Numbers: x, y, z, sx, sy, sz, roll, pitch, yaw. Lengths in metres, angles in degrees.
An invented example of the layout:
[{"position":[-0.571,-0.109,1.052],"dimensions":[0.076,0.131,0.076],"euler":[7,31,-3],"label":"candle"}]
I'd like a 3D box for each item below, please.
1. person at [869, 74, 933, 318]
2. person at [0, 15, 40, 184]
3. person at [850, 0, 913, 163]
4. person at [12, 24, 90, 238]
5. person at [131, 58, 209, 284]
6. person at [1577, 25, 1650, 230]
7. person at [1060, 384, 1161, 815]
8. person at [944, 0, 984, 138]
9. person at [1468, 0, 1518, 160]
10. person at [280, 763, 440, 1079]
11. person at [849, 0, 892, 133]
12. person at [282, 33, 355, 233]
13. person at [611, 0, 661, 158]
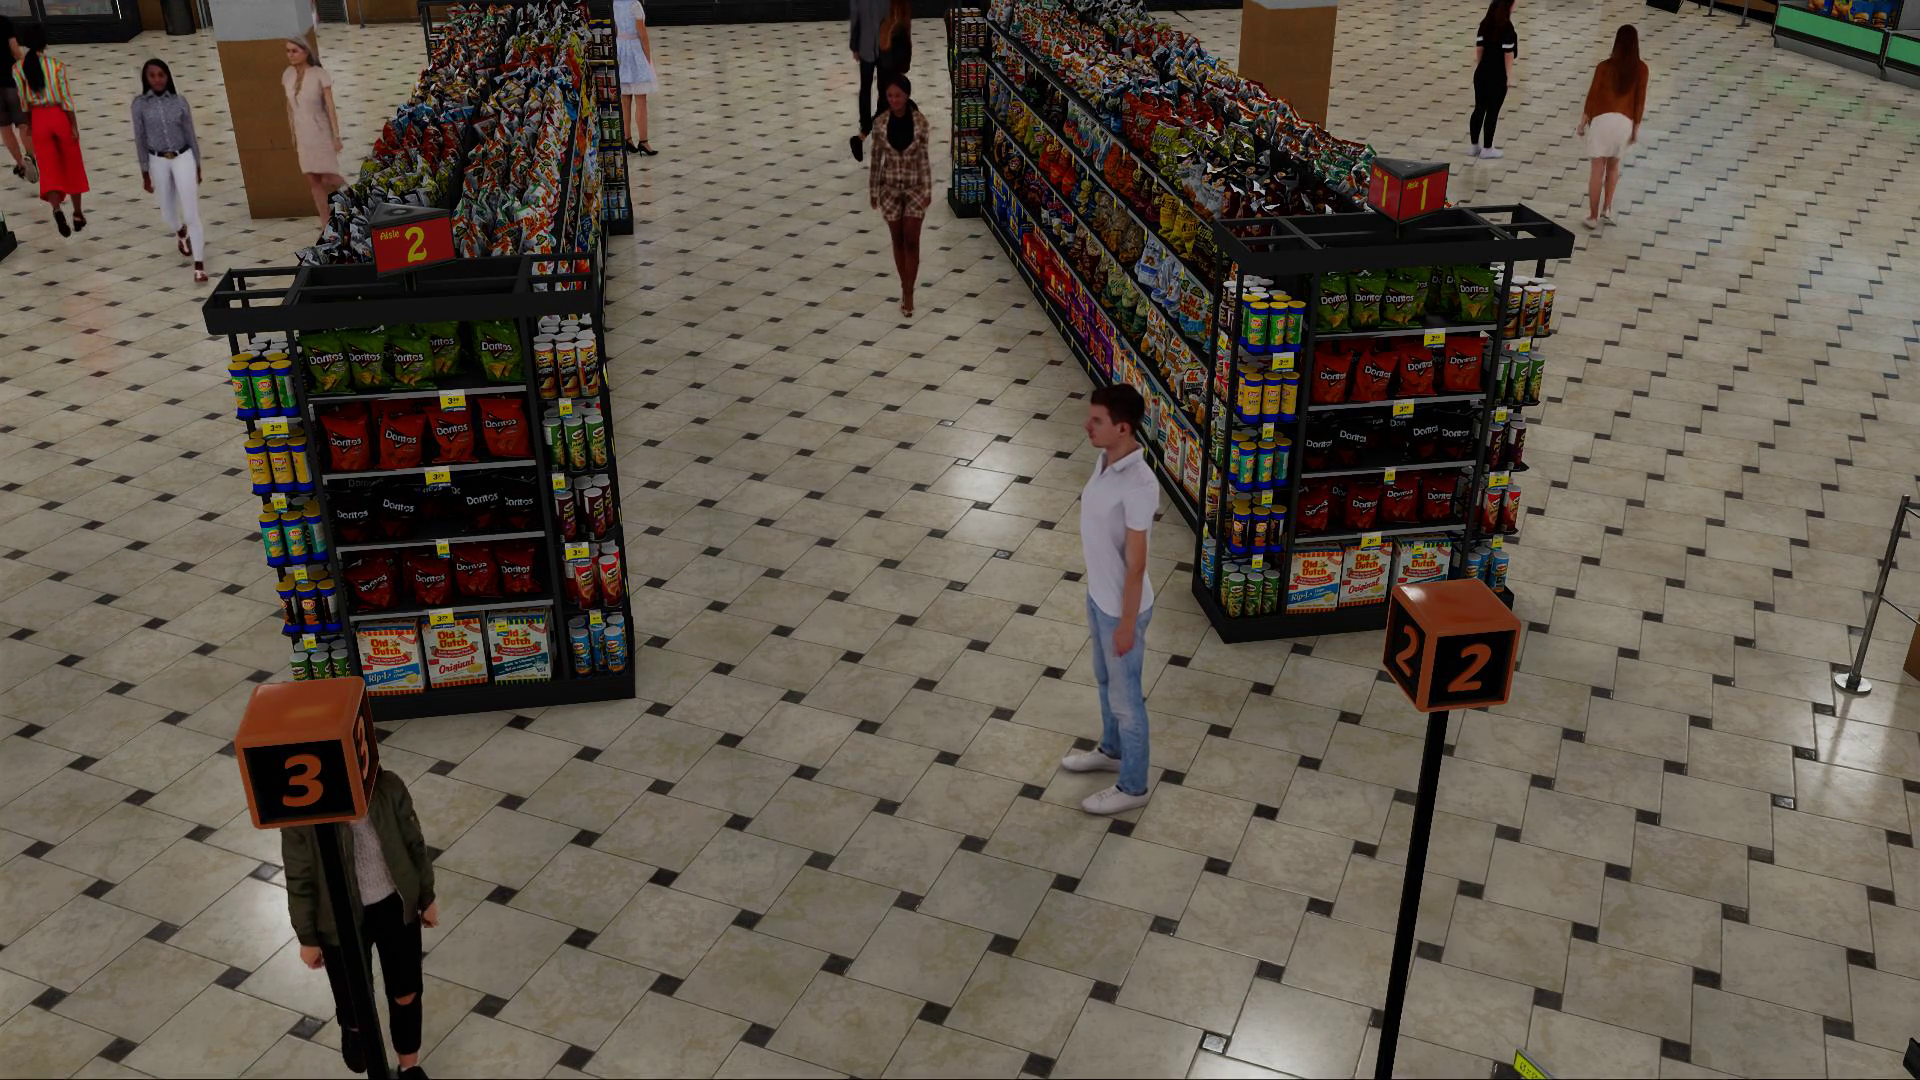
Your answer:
[{"position":[-0.414,-2.565,12.343],"dimensions":[0.703,1.772,0.783],"euler":[3,27,6],"label":"person"},{"position":[-8.957,-4.227,15.564],"dimensions":[0.965,1.822,1.180],"euler":[-17,31,-29],"label":"person"},{"position":[-0.735,-4.428,16.114],"dimensions":[0.901,1.685,0.954],"euler":[-16,31,-29],"label":"person"},{"position":[-7.614,-3.368,13.937],"dimensions":[0.724,1.763,1.147],"euler":[-10,28,-18],"label":"person"},{"position":[-6.218,-2.922,13.129],"dimensions":[0.696,1.697,1.109],"euler":[-9,28,-17],"label":"person"},{"position":[5.615,-3.518,14.301],"dimensions":[0.706,1.701,0.719],"euler":[2,27,5],"label":"person"},{"position":[0.650,0.236,6.734],"dimensions":[0.700,1.850,0.456],"euler":[-5,27,-10],"label":"person"},{"position":[0.076,-4.914,16.900],"dimensions":[0.794,1.841,0.748],"euler":[21,33,35],"label":"person"},{"position":[5.315,-4.649,16.602],"dimensions":[0.747,1.638,0.638],"euler":[-15,31,-27],"label":"person"},{"position":[-1.918,1.172,5.308],"dimensions":[0.759,1.471,0.827],"euler":[-20,33,-34],"label":"person"},{"position":[-0.858,-5.014,17.078],"dimensions":[0.769,1.857,0.773],"euler":[2,27,5],"label":"person"},{"position":[-5.378,-3.390,14.023],"dimensions":[0.808,1.723,0.956],"euler":[7,28,14],"label":"person"},{"position":[-3.284,-4.773,16.649],"dimensions":[0.859,1.815,0.917],"euler":[16,31,29],"label":"person"}]
